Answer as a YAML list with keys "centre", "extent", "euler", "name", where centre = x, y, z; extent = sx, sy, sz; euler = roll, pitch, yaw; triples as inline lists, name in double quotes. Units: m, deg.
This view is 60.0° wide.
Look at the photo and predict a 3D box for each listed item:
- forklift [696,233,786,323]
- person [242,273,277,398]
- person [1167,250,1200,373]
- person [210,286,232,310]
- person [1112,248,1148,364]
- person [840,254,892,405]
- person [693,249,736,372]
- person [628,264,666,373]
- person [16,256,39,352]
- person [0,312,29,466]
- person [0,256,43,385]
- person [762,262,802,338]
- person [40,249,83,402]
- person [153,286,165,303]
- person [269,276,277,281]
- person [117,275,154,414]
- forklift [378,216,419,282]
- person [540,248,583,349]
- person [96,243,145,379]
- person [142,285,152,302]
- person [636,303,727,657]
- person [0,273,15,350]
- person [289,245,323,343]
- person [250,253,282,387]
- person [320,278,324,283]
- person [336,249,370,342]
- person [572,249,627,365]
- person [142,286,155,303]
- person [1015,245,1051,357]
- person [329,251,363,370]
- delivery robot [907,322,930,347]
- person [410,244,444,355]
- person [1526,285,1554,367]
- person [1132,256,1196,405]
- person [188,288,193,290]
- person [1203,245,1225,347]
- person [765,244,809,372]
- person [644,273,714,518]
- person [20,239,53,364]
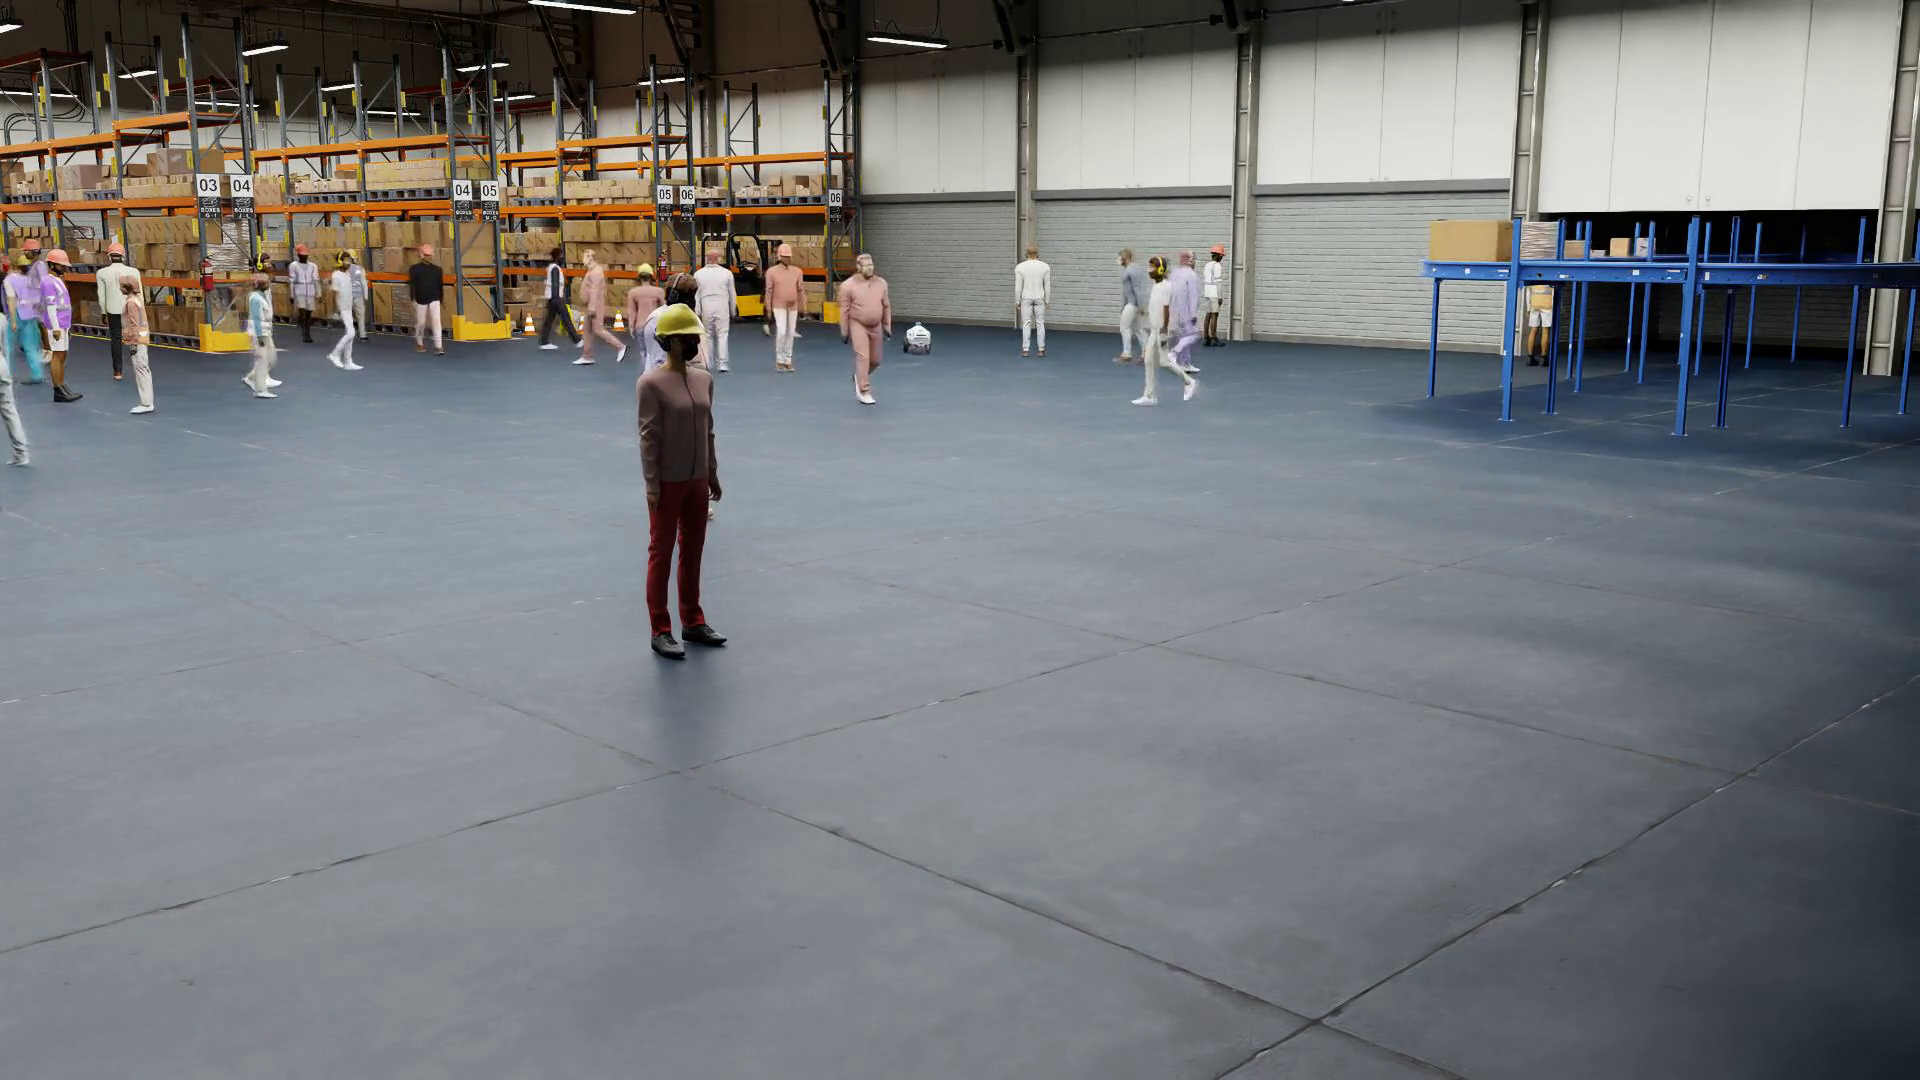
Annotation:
- centre: [-5.496, -6.489, 41.108]
  extent: [2.313, 2.155, 1.214]
  euler: [-10, 14, -44]
  name: "forklift"
- centre: [-9.150, -2.668, 21.704]
  extent: [0.404, 1.626, 0.513]
  euler: [-1, 10, -4]
  name: "person"
- centre: [3.450, -3.512, 25.604]
  extent: [0.576, 1.889, 0.645]
  euler: [-4, 11, -20]
  name: "person"
- centre: [-17.834, -6.089, 39.845]
  extent: [0.627, 1.808, 0.716]
  euler: [-9, 14, -40]
  name: "person"
- centre: [2.820, -3.834, 27.324]
  extent: [0.793, 1.890, 0.647]
  euler: [1, 10, 3]
  name: "person"
- centre: [-1.221, -2.694, 21.157]
  extent: [0.647, 1.883, 0.722]
  euler: [-6, 12, -31]
  name: "person"
- centre: [-3.825, -3.588, 26.000]
  extent: [0.643, 1.908, 0.416]
  euler: [0, 10, 0]
  name: "person"
- centre: [-4.282, -2.925, 22.876]
  extent: [0.527, 1.721, 0.923]
  euler: [1, 10, 8]
  name: "person"
- centre: [-16.740, -4.219, 29.866]
  extent: [0.551, 1.721, 0.870]
  euler: [-5, 11, -24]
  name: "person"
- centre: [-8.864, -1.525, 15.185]
  extent: [0.342, 1.746, 0.494]
  euler: [2, 11, 11]
  name: "person"
- centre: [-13.478, -3.102, 23.539]
  extent: [0.828, 1.809, 0.608]
  euler: [-2, 11, -9]
  name: "person"
- centre: [-3.682, -4.990, 34.268]
  extent: [0.769, 1.671, 0.538]
  euler: [-6, 12, -29]
  name: "person"
- centre: [-11.525, -2.749, 21.326]
  extent: [0.374, 1.928, 0.543]
  euler: [-3, 11, -16]
  name: "person"
- centre: [-22.338, -7.250, 46.047]
  extent: [0.962, 1.856, 0.676]
  euler: [-8, 13, -39]
  name: "person"
- centre: [-20.642, -7.905, 49.503]
  extent: [0.612, 1.915, 0.842]
  euler: [5, 12, 27]
  name: "person"
- centre: [-9.830, -2.332, 19.847]
  extent: [0.311, 1.636, 0.523]
  euler: [-4, 11, -20]
  name: "person"
- centre: [-17.868, -9.201, 54.028]
  extent: [1.873, 2.768, 1.129]
  euler: [-10, 14, -44]
  name: "forklift"
- centre: [-7.431, -4.514, 31.094]
  extent: [0.966, 1.868, 0.618]
  euler: [-4, 11, -18]
  name: "person"
- centre: [-12.415, -3.392, 24.647]
  extent: [0.609, 1.995, 0.375]
  euler: [-5, 11, -24]
  name: "person"
- centre: [-21.024, -6.525, 42.719]
  extent: [0.502, 1.632, 0.279]
  euler: [-7, 13, -35]
  name: "person"
- centre: [-1.416, -0.311, 8.468]
  extent: [0.305, 1.772, 0.525]
  euler: [7, 12, 32]
  name: "person"
- centre: [-17.802, -4.500, 30.682]
  extent: [0.688, 2.000, 0.536]
  euler: [-9, 13, -39]
  name: "person"
- centre: [-12.873, -4.843, 32.787]
  extent: [0.566, 1.907, 0.779]
  euler: [-8, 13, -36]
  name: "person"
- centre: [-9.790, -3.094, 23.420]
  extent: [0.325, 1.860, 0.517]
  euler: [-3, 11, -14]
  name: "person"
- centre: [-17.514, -6.949, 45.072]
  extent: [0.422, 1.618, 0.512]
  euler: [9, 14, 40]
  name: "person"
- centre: [-12.037, -4.842, 33.010]
  extent: [0.600, 1.827, 0.404]
  euler: [0, 10, -2]
  name: "person"
- centre: [-5.937, -3.821, 27.291]
  extent: [0.802, 1.884, 0.642]
  euler: [-4, 11, -23]
  name: "person"
- centre: [-21.870, -7.063, 44.537]
  extent: [0.392, 2.040, 0.615]
  euler: [6, 12, 31]
  name: "person"
- centre: [1.273, -4.198, 29.214]
  extent: [0.627, 1.935, 0.371]
  euler: [-1, 10, -3]
  name: "person"
- centre: [-9.693, -3.619, 26.286]
  extent: [0.401, 1.858, 0.515]
  euler: [0, 10, 2]
  name: "person"
- centre: [-0.752, -3.688, 30.043]
  extent: [0.477, 0.478, 0.707]
  euler: [-2, 11, -10]
  name: "delivery robot"
- centre: [-9.573, -4.323, 29.841]
  extent: [0.612, 1.959, 0.964]
  euler: [-6, 12, -29]
  name: "person"
- centre: [9.476, -3.796, 27.010]
  extent: [0.373, 1.934, 0.551]
  euler: [-8, 13, -37]
  name: "person"
- centre: [2.574, -2.612, 20.823]
  extent: [0.744, 1.842, 0.520]
  euler: [-4, 11, -19]
  name: "person"
- centre: [-22.431, -7.590, 48.351]
  extent: [0.316, 1.695, 0.540]
  euler: [-5, 12, -25]
  name: "person"
- centre: [4.878, -4.677, 31.842]
  extent: [0.381, 1.927, 0.542]
  euler: [-4, 11, -20]
  name: "person"
- centre: [-2.661, -3.595, 25.813]
  extent: [0.625, 1.974, 0.650]
  euler: [-6, 12, -30]
  name: "person"
- centre: [-2.051, -1.046, 12.294]
  extent: [0.429, 1.838, 0.622]
  euler: [4, 11, 19]
  name: "person"
- centre: [-15.242, -3.940, 27.501]
  extent: [0.383, 2.045, 0.605]
  euler: [-8, 13, -38]
  name: "person"
